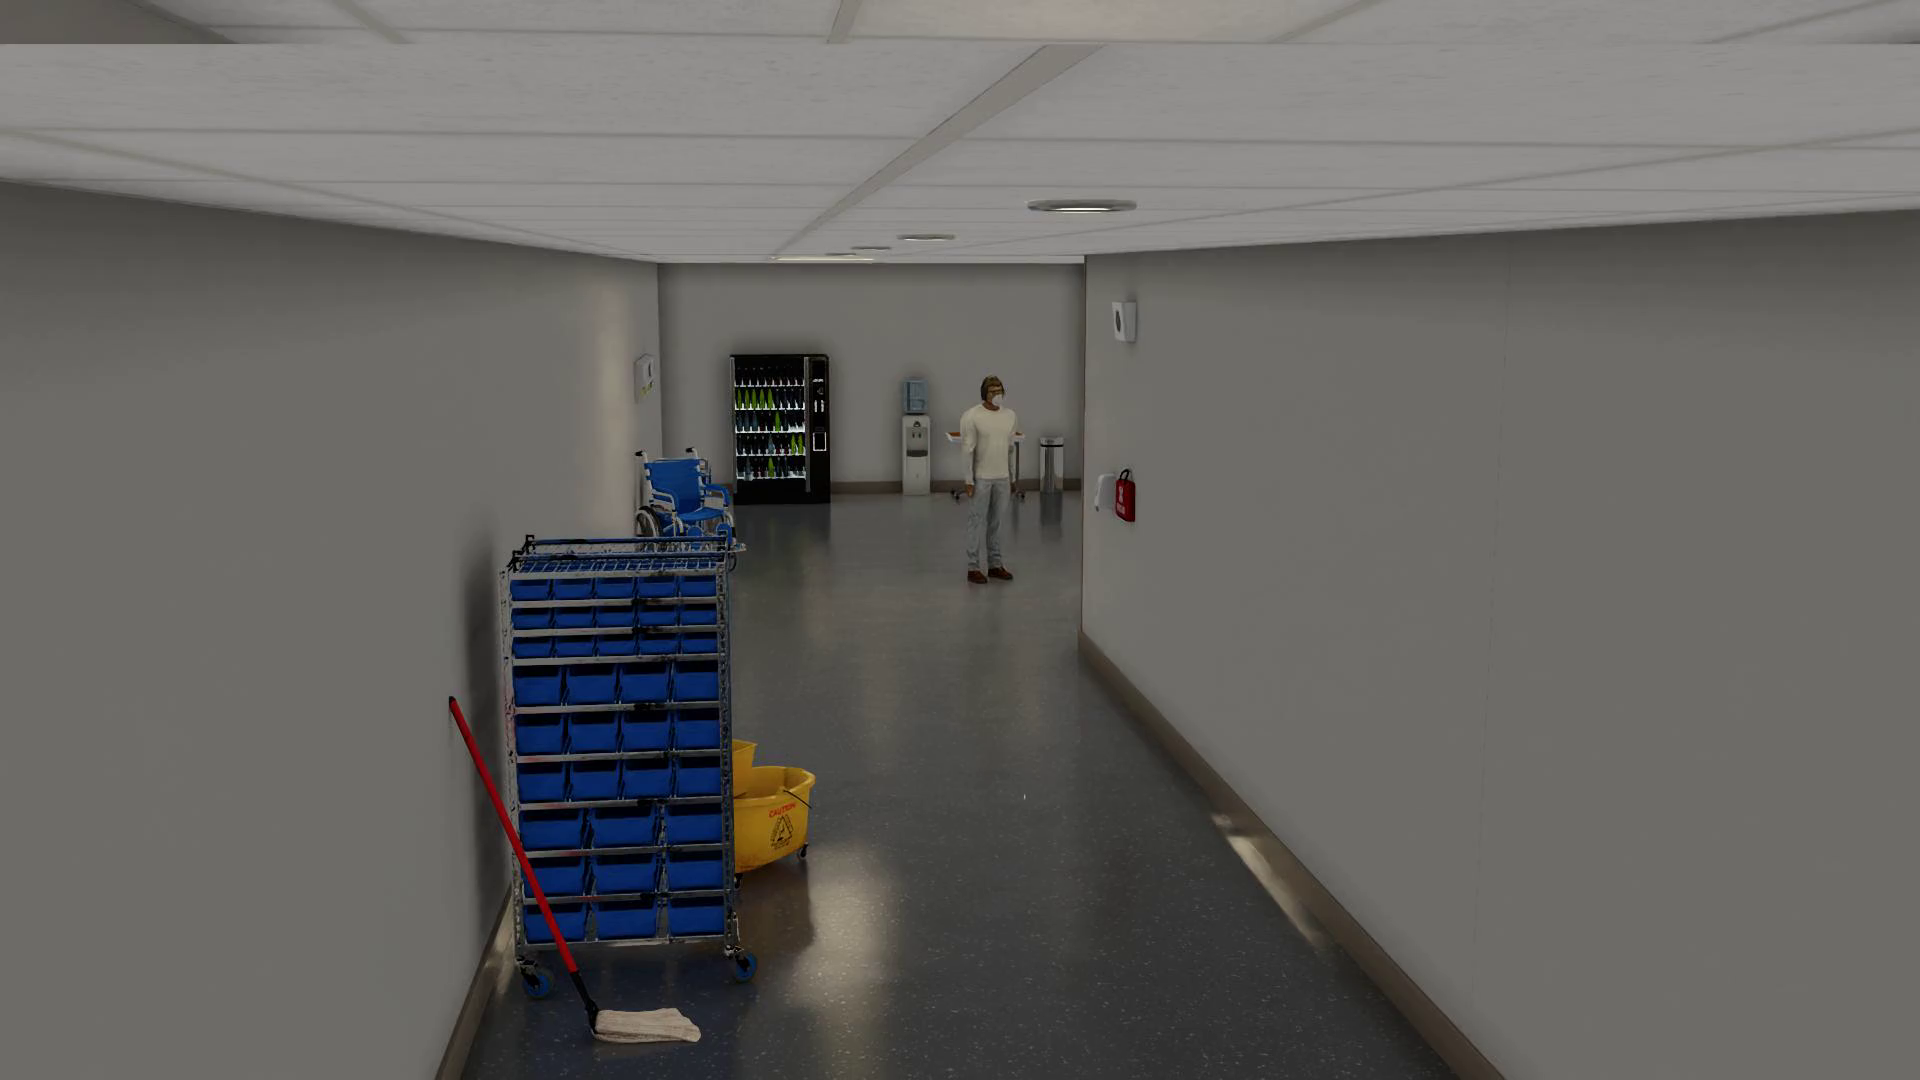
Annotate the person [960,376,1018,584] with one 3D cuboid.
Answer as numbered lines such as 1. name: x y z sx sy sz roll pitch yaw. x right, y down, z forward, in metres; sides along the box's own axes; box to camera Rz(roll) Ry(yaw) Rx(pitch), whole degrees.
1. person: 0.284 -0.571 15.600 0.627 1.940 0.377 -6 11 -35
